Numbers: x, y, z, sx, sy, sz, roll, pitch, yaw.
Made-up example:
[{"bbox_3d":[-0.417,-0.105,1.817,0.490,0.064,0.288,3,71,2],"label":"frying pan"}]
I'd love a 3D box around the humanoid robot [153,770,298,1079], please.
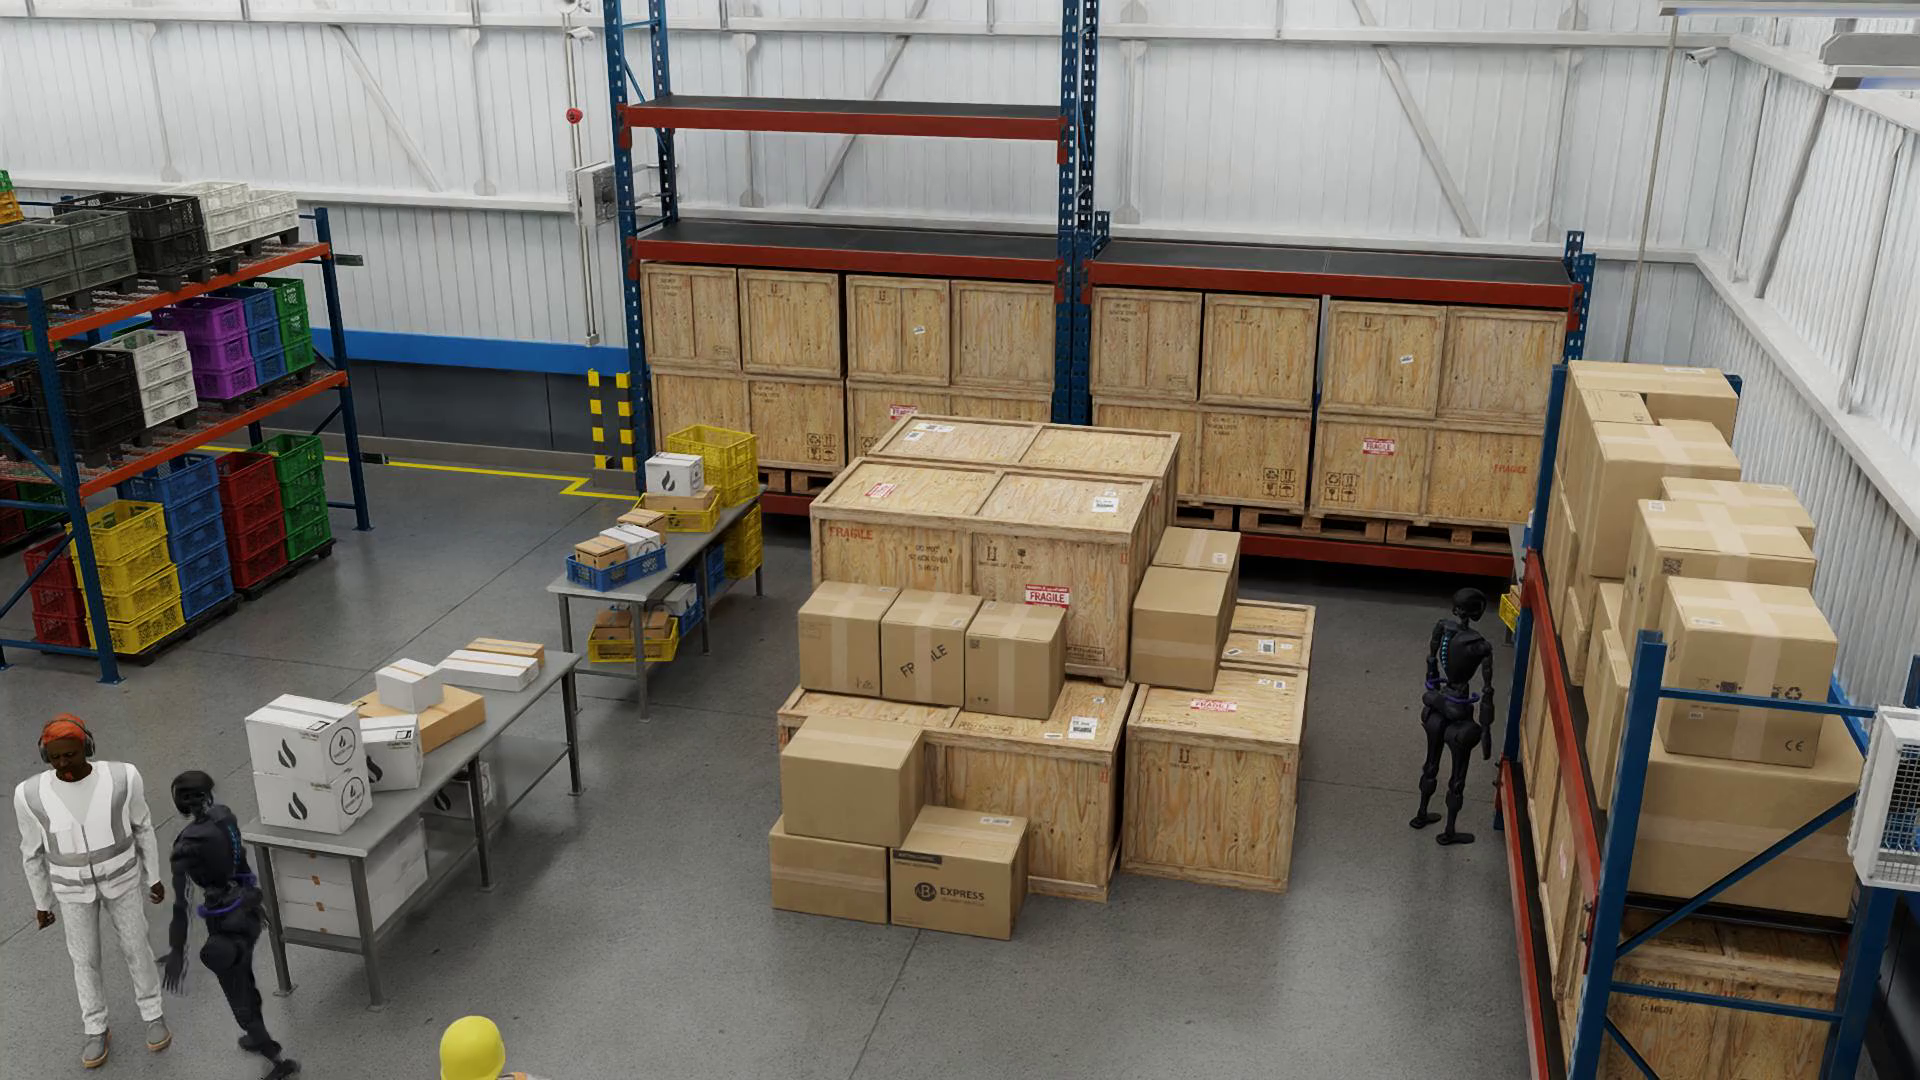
[{"bbox_3d":[-3.577,1.893,8.151,0.541,1.644,0.619,0,21,0],"label":"humanoid robot"}]

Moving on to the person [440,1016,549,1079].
[{"bbox_3d":[-1.686,2.545,6.067,0.592,1.924,0.379,-7,22,-18],"label":"person"}]

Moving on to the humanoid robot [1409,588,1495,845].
[{"bbox_3d":[3.058,1.066,10.266,0.315,1.657,0.607,-10,23,-25],"label":"humanoid robot"}]

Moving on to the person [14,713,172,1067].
[{"bbox_3d":[-4.288,1.725,8.271,0.586,1.882,0.343,-10,23,-24],"label":"person"}]
